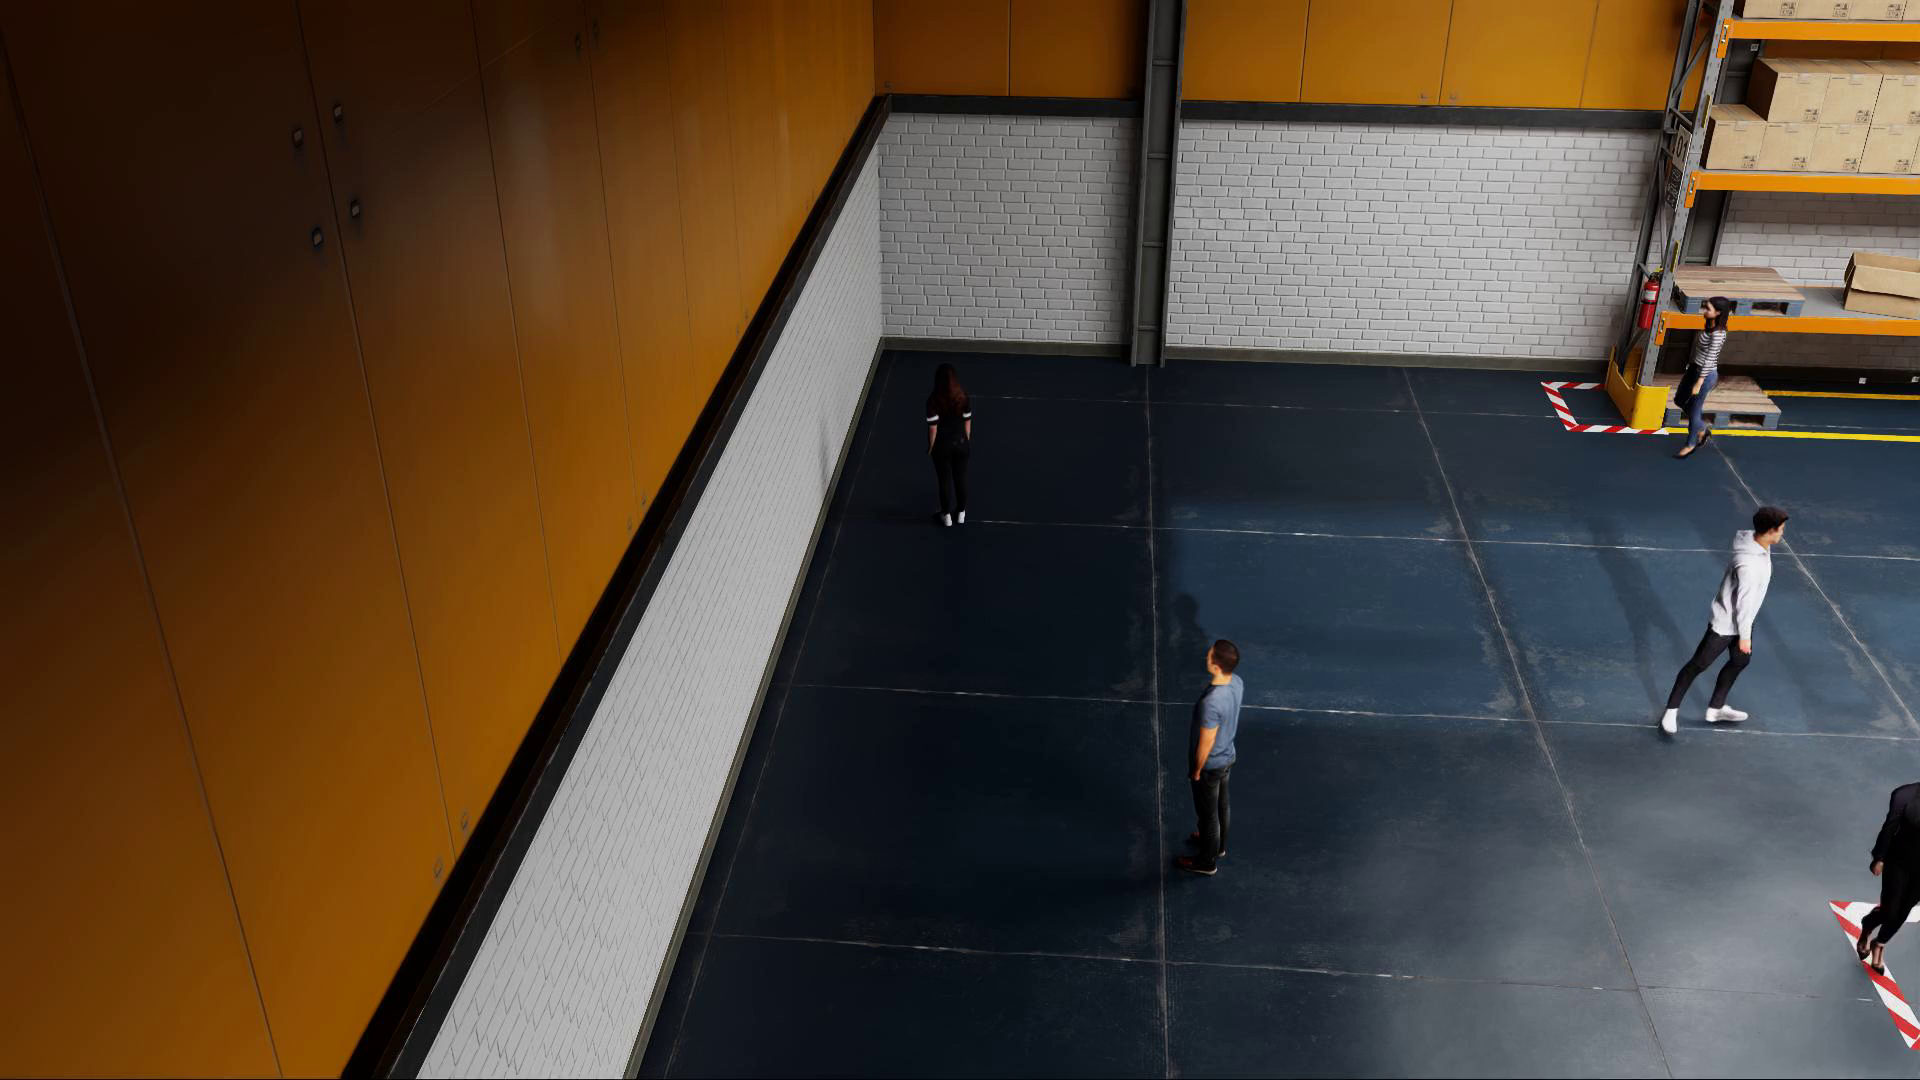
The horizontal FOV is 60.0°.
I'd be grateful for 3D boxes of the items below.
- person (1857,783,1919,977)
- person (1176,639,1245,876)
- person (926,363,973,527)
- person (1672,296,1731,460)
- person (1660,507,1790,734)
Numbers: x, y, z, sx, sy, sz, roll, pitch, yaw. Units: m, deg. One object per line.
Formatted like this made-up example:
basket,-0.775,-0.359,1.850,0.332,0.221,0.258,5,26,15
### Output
person,5.940,1.987,10.432,0.515,1.691,0.679,5,29,9
person,1.725,1.459,11.275,0.696,1.810,0.723,15,32,26
person,-0.098,-0.906,15.790,0.652,1.639,0.755,-9,30,-17
person,7.649,-1.627,16.961,0.649,1.785,0.587,3,29,6
person,5.840,0.605,12.760,1.036,1.888,1.029,24,37,37
